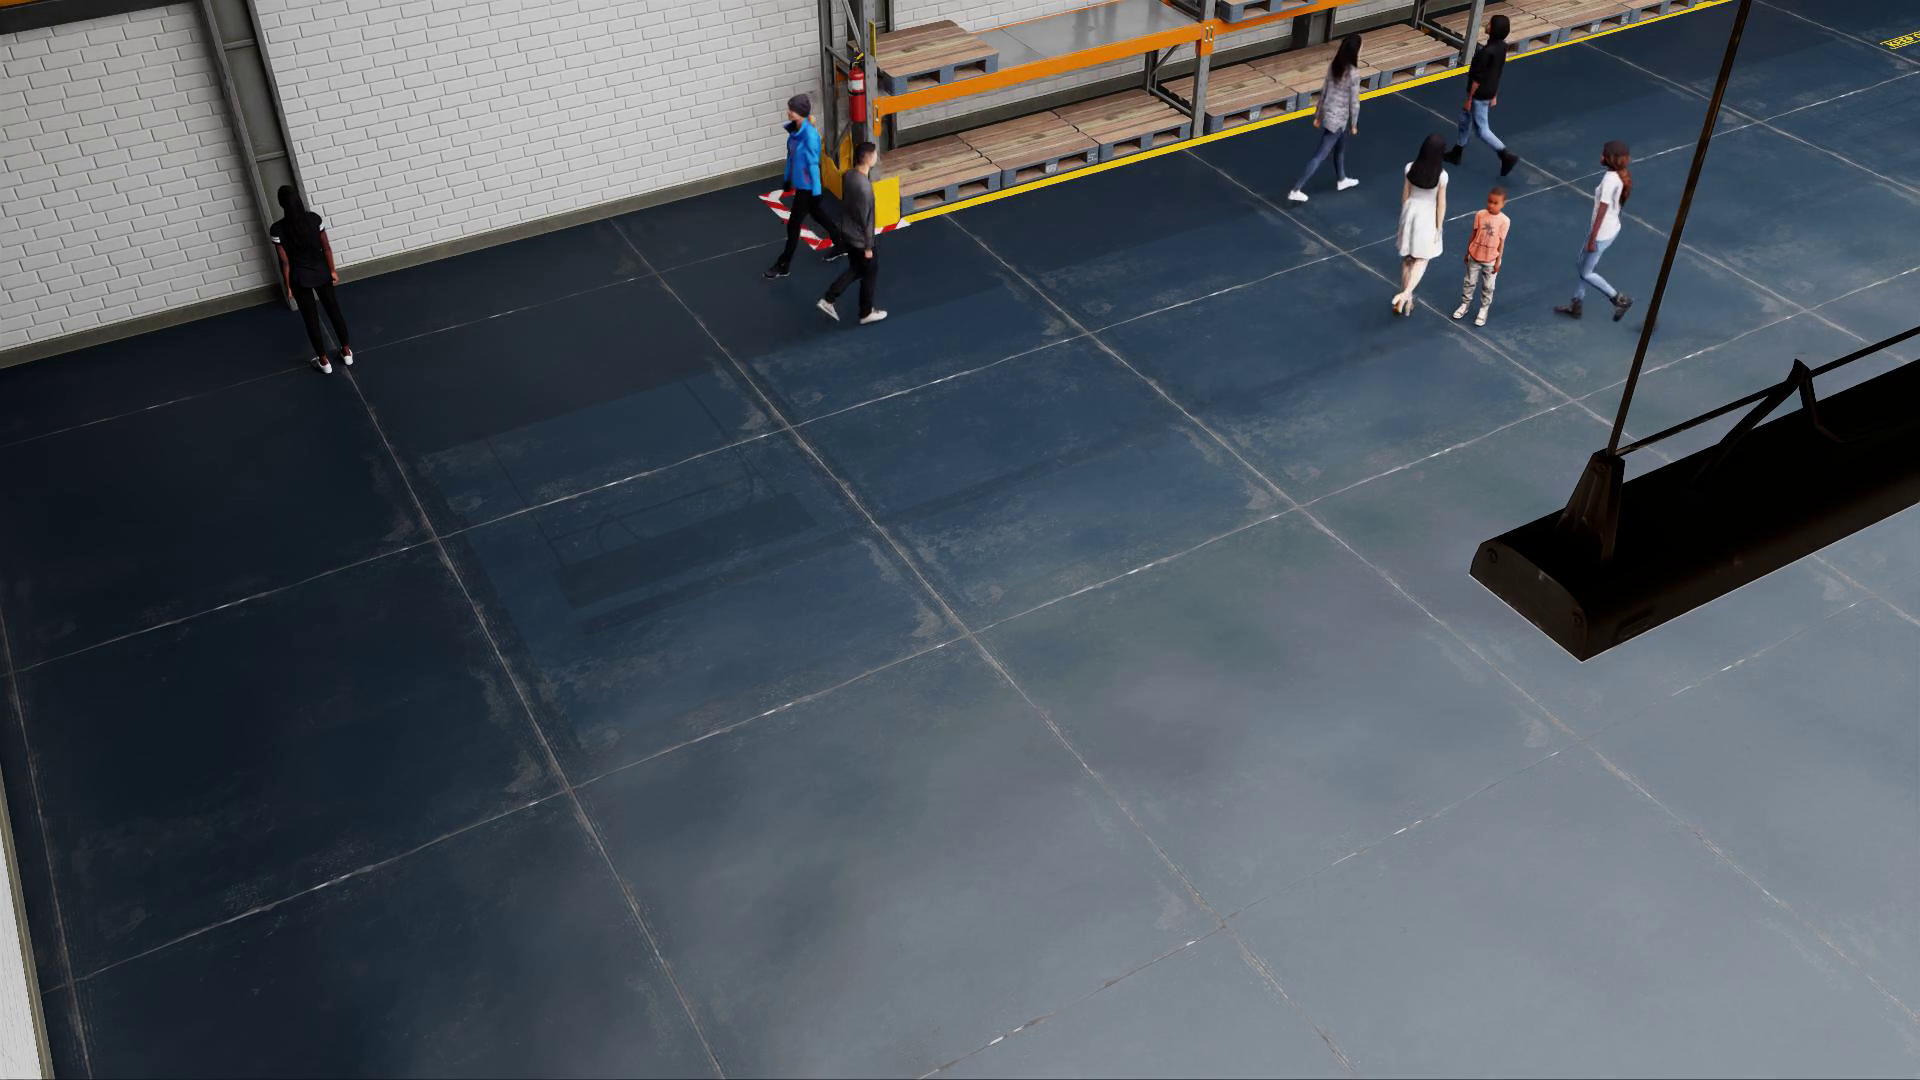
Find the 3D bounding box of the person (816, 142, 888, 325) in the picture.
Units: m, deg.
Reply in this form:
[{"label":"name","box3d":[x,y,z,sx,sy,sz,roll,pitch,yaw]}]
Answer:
[{"label":"person","box3d":[-0.972,-2.635,14.675,0.872,1.736,0.617,-19,42,-22]}]

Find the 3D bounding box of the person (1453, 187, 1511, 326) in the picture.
[{"label":"person","box3d":[4.721,-2.573,14.941,0.531,1.307,0.551,26,45,29]}]

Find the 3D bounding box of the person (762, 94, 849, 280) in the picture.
[{"label":"person","box3d":[-1.354,-3.300,15.499,1.174,1.748,0.734,-15,41,-18]}]

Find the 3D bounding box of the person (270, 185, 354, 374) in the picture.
[{"label":"person","box3d":[-5.539,-2.234,14.180,0.562,1.729,0.711,-27,46,-30]}]

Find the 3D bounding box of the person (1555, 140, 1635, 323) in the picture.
[{"label":"person","box3d":[5.771,-2.691,14.775,0.950,1.699,0.948,16,41,20]}]

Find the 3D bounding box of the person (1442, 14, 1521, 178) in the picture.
[{"label":"person","box3d":[5.447,-4.522,17.094,0.925,1.665,1.105,24,45,27]}]

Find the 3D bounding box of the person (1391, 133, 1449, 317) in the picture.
[{"label":"person","box3d":[4.033,-2.730,14.778,0.847,1.757,0.997,23,44,26]}]

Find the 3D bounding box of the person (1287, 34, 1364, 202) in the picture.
[{"label":"person","box3d":[3.679,-4.165,16.631,1.165,1.686,0.692,-16,41,-19]}]
